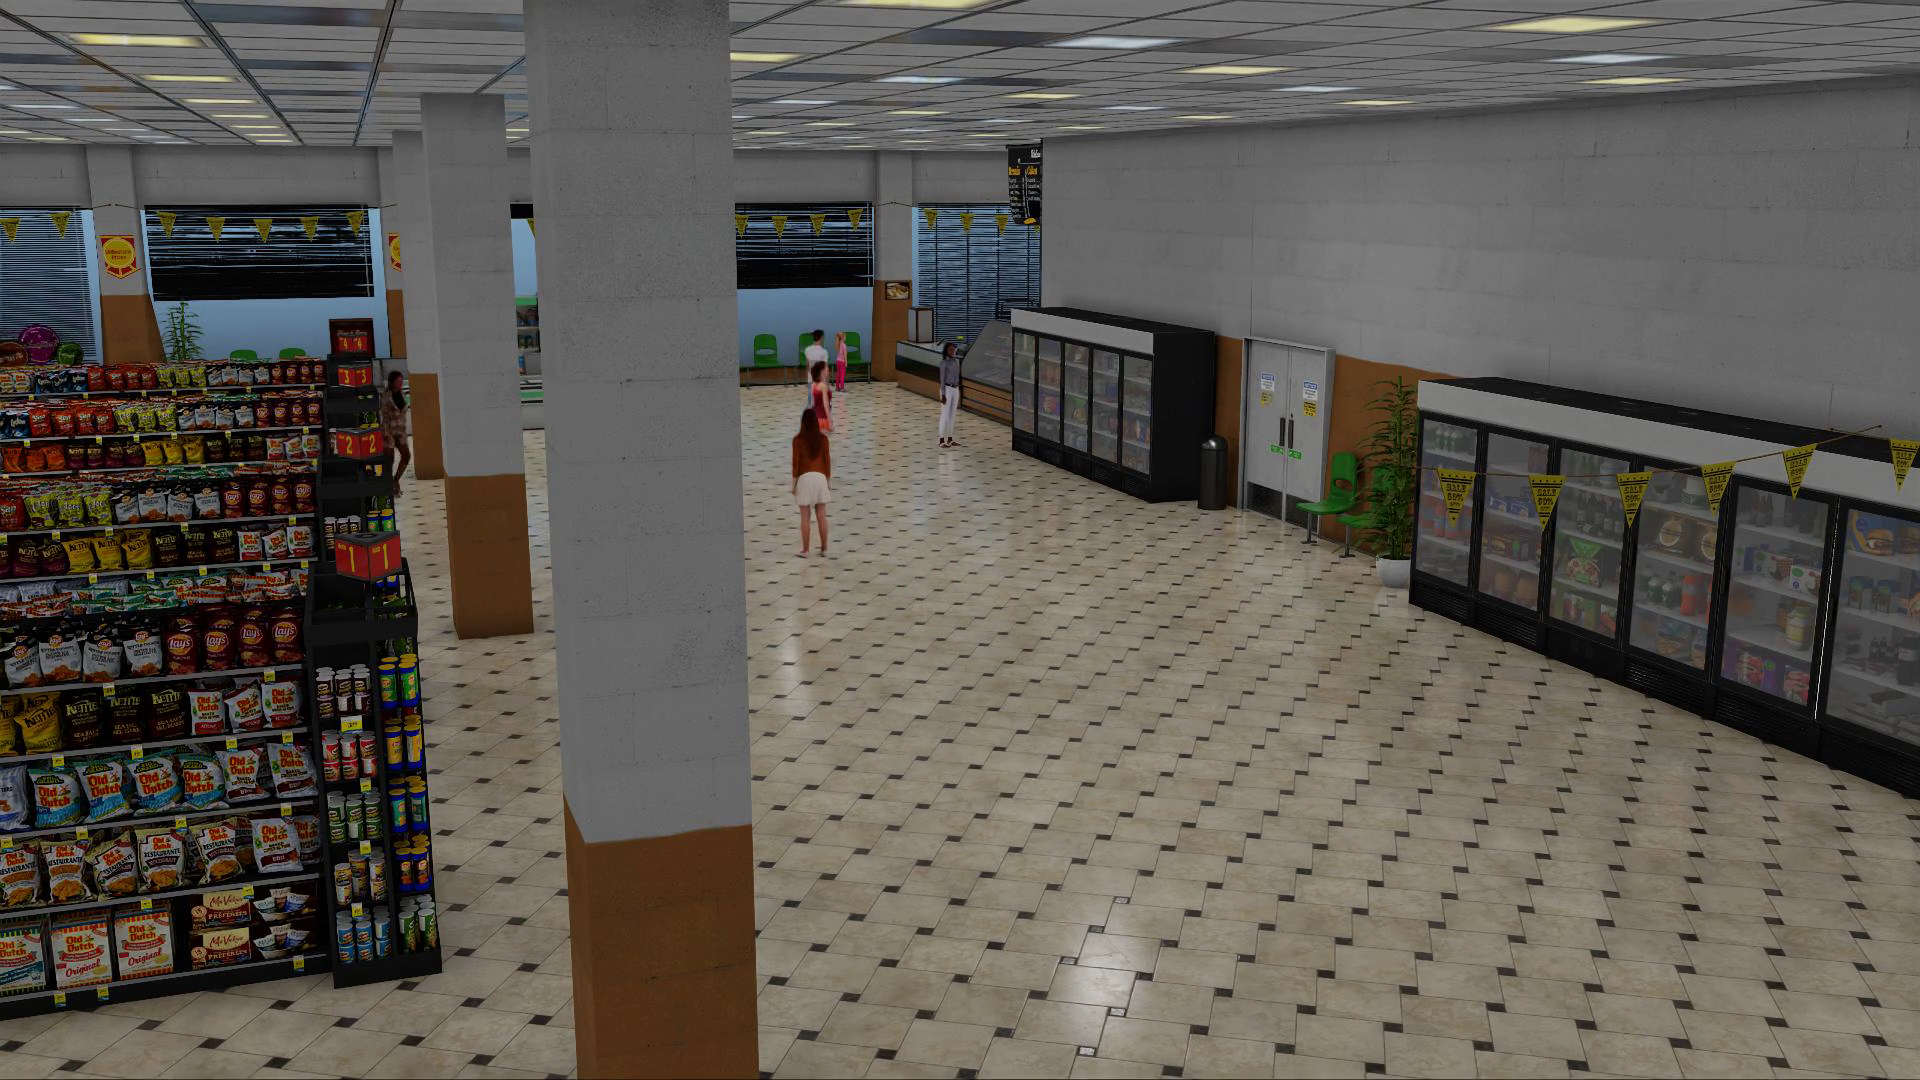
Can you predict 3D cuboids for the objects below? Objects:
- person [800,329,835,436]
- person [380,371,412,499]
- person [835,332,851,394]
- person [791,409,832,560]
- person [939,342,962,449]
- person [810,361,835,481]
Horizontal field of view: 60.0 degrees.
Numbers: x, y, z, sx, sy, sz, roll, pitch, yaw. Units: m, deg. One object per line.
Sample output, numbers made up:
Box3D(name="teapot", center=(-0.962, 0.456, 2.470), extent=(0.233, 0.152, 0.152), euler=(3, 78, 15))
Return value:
Box3D(name="person", center=(-2.484, -2.657, 28.380), extent=(1.039, 1.831, 1.120), euler=(7, 14, 29))
Box3D(name="person", center=(-7.783, -1.423, 22.690), extent=(0.825, 1.760, 0.756), euler=(8, 14, 34))
Box3D(name="person", center=(-2.487, -3.733, 34.848), extent=(0.542, 1.271, 0.522), euler=(-8, 14, -33))
Box3D(name="person", center=(-1.707, -0.654, 19.136), extent=(0.482, 1.720, 0.673), euler=(-4, 13, -19))
Box3D(name="person", center=(-0.171, -2.397, 27.407), extent=(0.726, 1.722, 0.613), euler=(10, 15, 38))
Box3D(name="person", center=(-2.080, -1.717, 24.131), extent=(0.733, 1.742, 0.631), euler=(-8, 14, -32))
